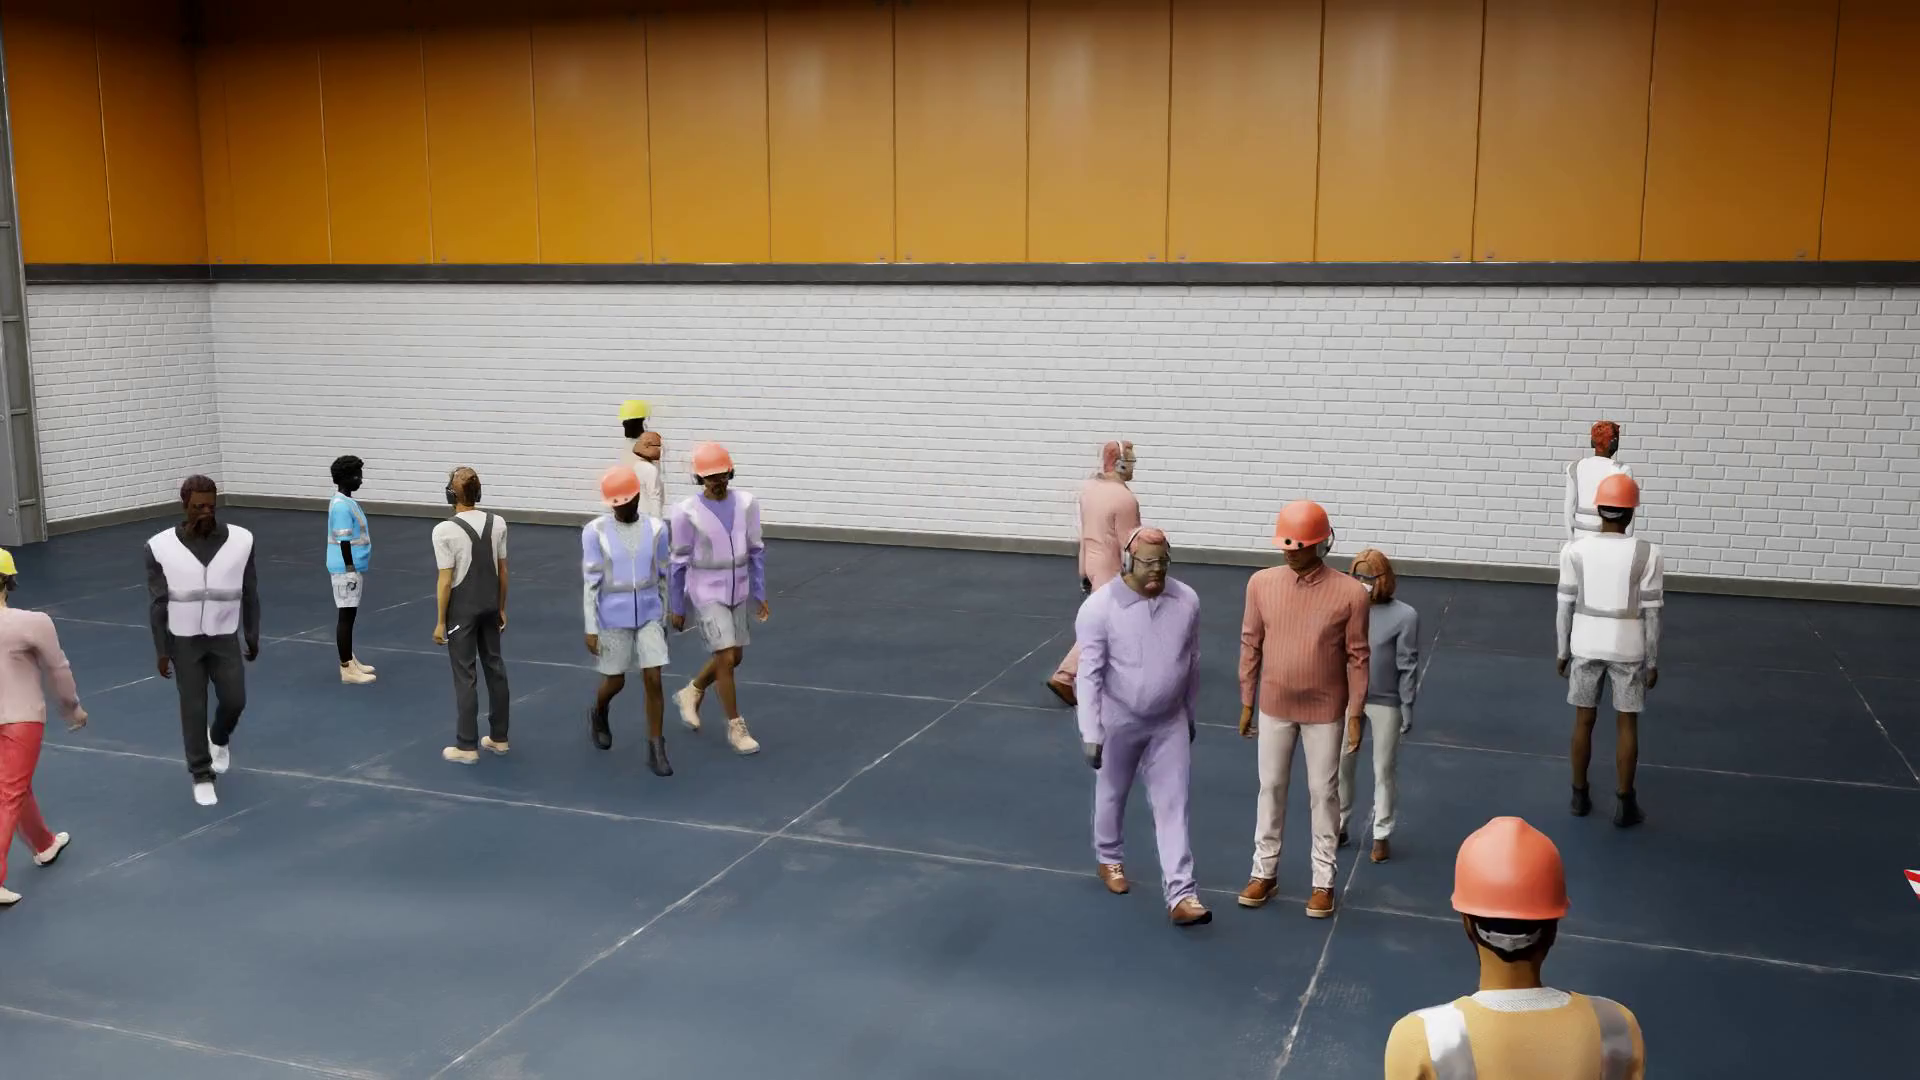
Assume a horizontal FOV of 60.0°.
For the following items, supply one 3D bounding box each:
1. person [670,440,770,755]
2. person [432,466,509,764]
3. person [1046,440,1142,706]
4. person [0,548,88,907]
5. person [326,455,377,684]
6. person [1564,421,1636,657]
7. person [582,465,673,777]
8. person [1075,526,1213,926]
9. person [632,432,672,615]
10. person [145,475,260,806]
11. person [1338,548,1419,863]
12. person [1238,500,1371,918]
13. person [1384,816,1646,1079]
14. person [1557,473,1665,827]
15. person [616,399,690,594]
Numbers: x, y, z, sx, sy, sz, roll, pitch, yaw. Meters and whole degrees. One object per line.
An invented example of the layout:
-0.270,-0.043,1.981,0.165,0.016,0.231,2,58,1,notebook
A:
-1.581,0.337,10.619,0.619,2.008,0.804,-9,13,-43,person
-3.033,0.462,10.308,0.346,1.846,0.506,7,12,38,person
1.024,0.228,11.705,0.946,1.872,0.657,-3,10,-20,person
-4.653,0.880,8.134,0.530,1.711,0.954,0,9,1,person
-4.521,0.214,12.319,0.319,1.693,0.532,-3,10,-19,person
4.991,0.013,12.981,0.356,1.882,0.574,-7,12,-38,person
-2.052,0.461,10.165,0.563,1.900,0.749,-5,10,-26,person
0.867,0.858,7.829,0.672,1.848,0.999,-3,10,-16,person
-2.752,-0.147,14.745,0.276,1.631,0.507,-5,10,-29,person
-4.364,0.547,9.615,0.588,1.903,0.556,-6,11,-32,person
2.106,0.846,8.602,0.508,1.625,0.280,6,11,34,person
1.604,0.791,7.837,0.614,1.982,0.405,5,10,27,person
1.104,1.523,3.450,0.551,1.932,0.368,-2,9,-9,person
3.587,0.596,9.193,0.552,1.937,0.378,6,11,32,person
-2.865,-0.356,15.243,0.878,1.897,0.598,-8,12,-41,person
